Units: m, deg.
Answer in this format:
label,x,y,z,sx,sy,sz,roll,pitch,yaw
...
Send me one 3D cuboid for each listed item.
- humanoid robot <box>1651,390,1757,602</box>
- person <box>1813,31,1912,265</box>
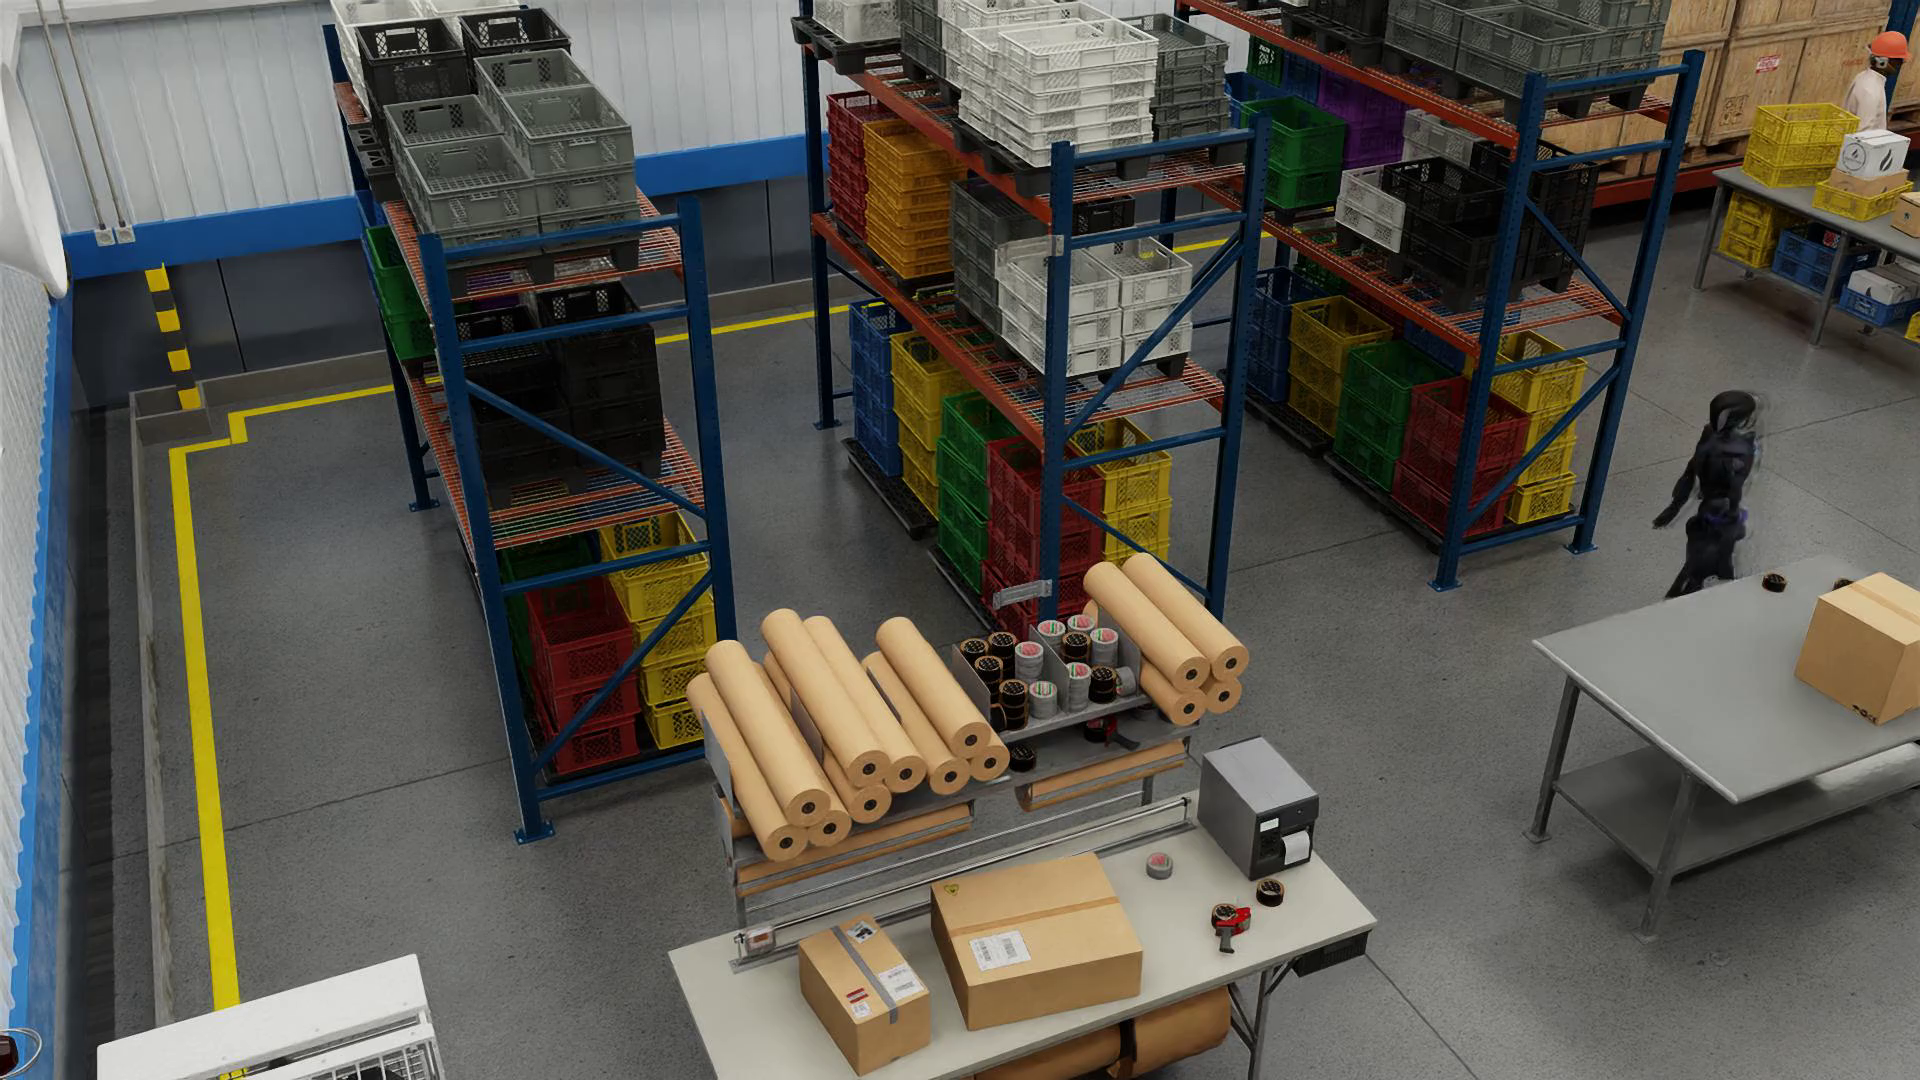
label,x,y,z,sx,sy,sz,roll,pitch,yaw
humanoid robot,4.000,-0.059,8.742,0.635,1.637,0.567,6,32,9
person,7.159,-3.064,13.303,0.385,1.992,0.624,10,33,16
